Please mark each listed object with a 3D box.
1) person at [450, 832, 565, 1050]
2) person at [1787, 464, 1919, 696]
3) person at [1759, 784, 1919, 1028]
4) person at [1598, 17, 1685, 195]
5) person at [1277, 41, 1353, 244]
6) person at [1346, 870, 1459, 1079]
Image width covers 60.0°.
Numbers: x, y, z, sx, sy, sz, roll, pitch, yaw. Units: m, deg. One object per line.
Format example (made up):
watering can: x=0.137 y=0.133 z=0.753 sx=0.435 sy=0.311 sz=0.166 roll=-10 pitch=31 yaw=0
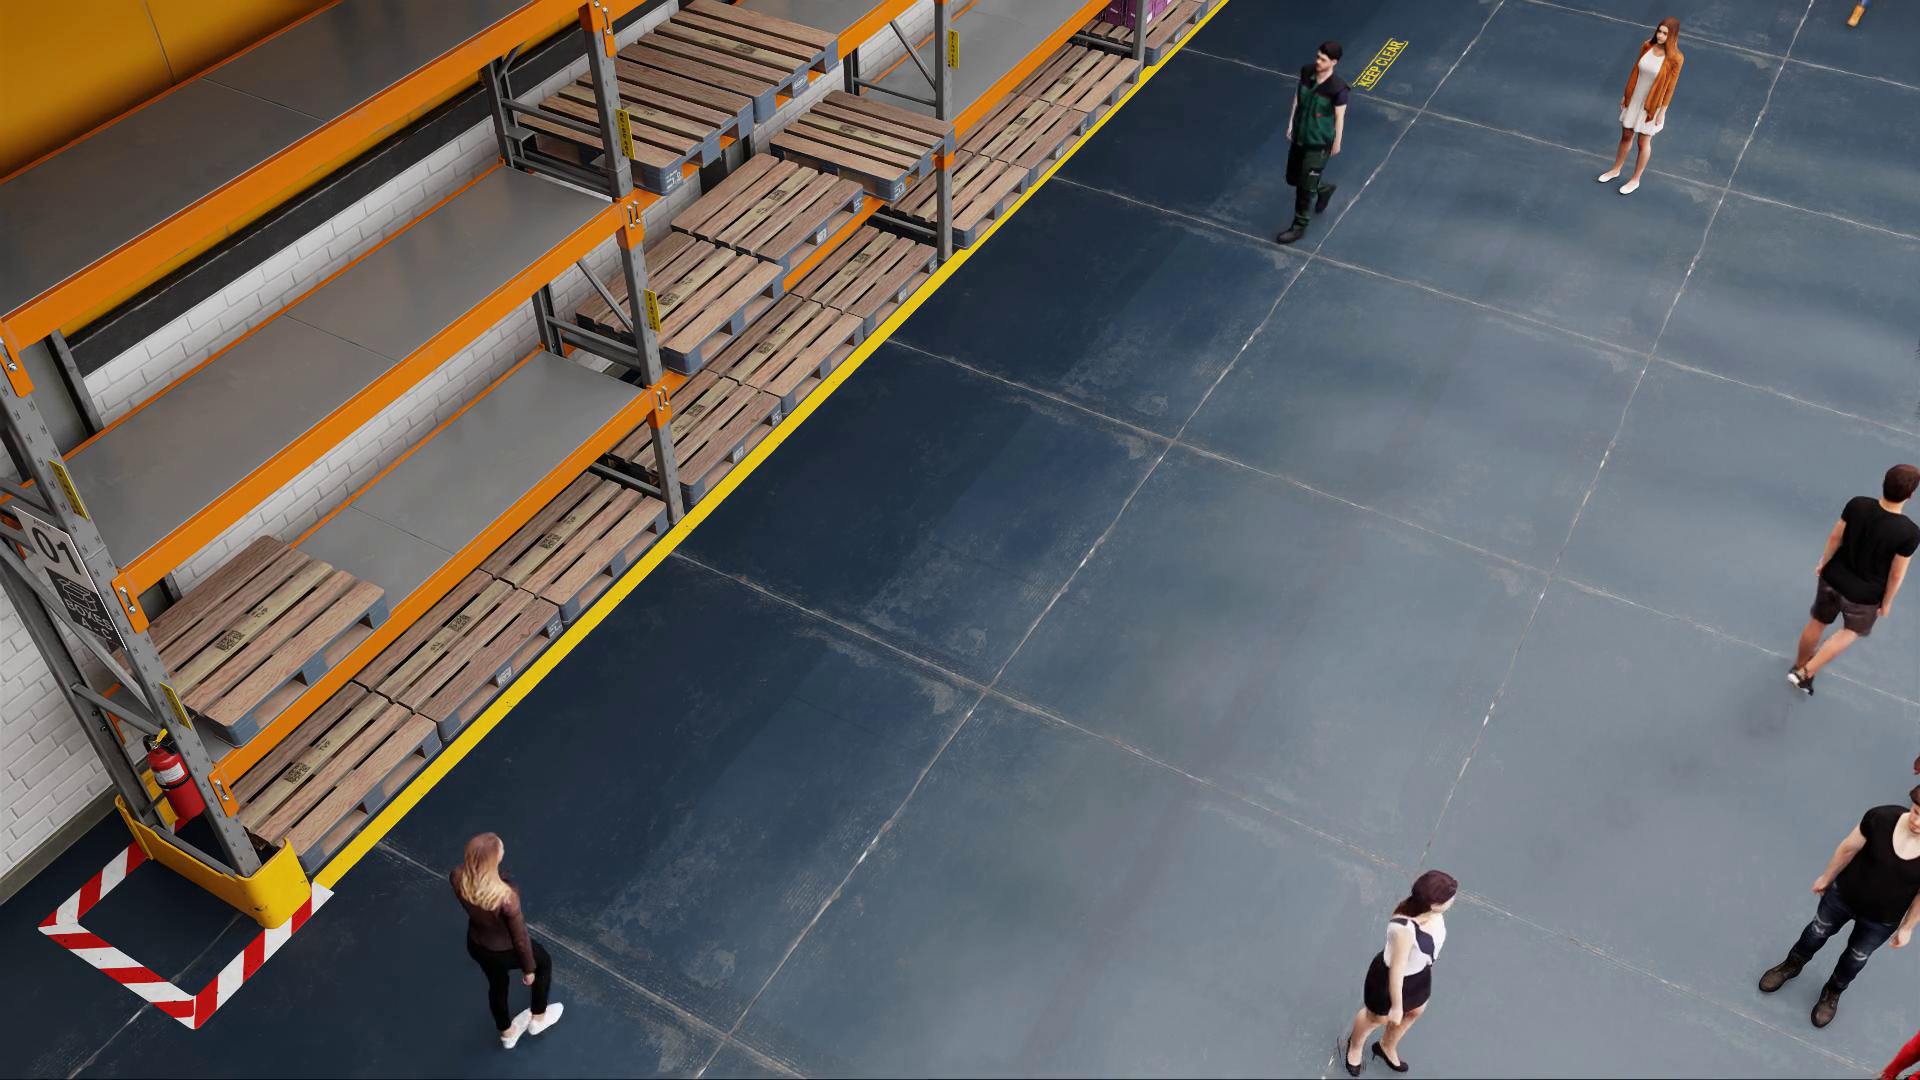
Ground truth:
person: x=-2.473 y=2.205 z=8.771 sx=0.656 sy=1.686 sz=0.670 roll=15 pitch=46 yaw=15
person: x=5.665 y=0.307 z=10.646 sx=0.921 sy=1.849 sz=0.844 roll=-26 pitch=50 yaw=-25
person: x=4.881 y=1.916 z=8.922 sx=0.668 sy=1.896 sz=0.734 roll=-34 pitch=53 yaw=-30
person: x=6.312 y=-4.023 z=15.286 sx=0.700 sy=1.717 sz=0.689 roll=-26 pitch=49 yaw=-24
person: x=3.175 y=-3.554 z=14.673 sx=1.106 sy=1.884 sz=0.925 roll=-26 pitch=50 yaw=-25
person: x=2.263 y=2.286 z=8.722 sx=0.592 sy=1.636 sz=0.736 roll=-25 pitch=49 yaw=-24
